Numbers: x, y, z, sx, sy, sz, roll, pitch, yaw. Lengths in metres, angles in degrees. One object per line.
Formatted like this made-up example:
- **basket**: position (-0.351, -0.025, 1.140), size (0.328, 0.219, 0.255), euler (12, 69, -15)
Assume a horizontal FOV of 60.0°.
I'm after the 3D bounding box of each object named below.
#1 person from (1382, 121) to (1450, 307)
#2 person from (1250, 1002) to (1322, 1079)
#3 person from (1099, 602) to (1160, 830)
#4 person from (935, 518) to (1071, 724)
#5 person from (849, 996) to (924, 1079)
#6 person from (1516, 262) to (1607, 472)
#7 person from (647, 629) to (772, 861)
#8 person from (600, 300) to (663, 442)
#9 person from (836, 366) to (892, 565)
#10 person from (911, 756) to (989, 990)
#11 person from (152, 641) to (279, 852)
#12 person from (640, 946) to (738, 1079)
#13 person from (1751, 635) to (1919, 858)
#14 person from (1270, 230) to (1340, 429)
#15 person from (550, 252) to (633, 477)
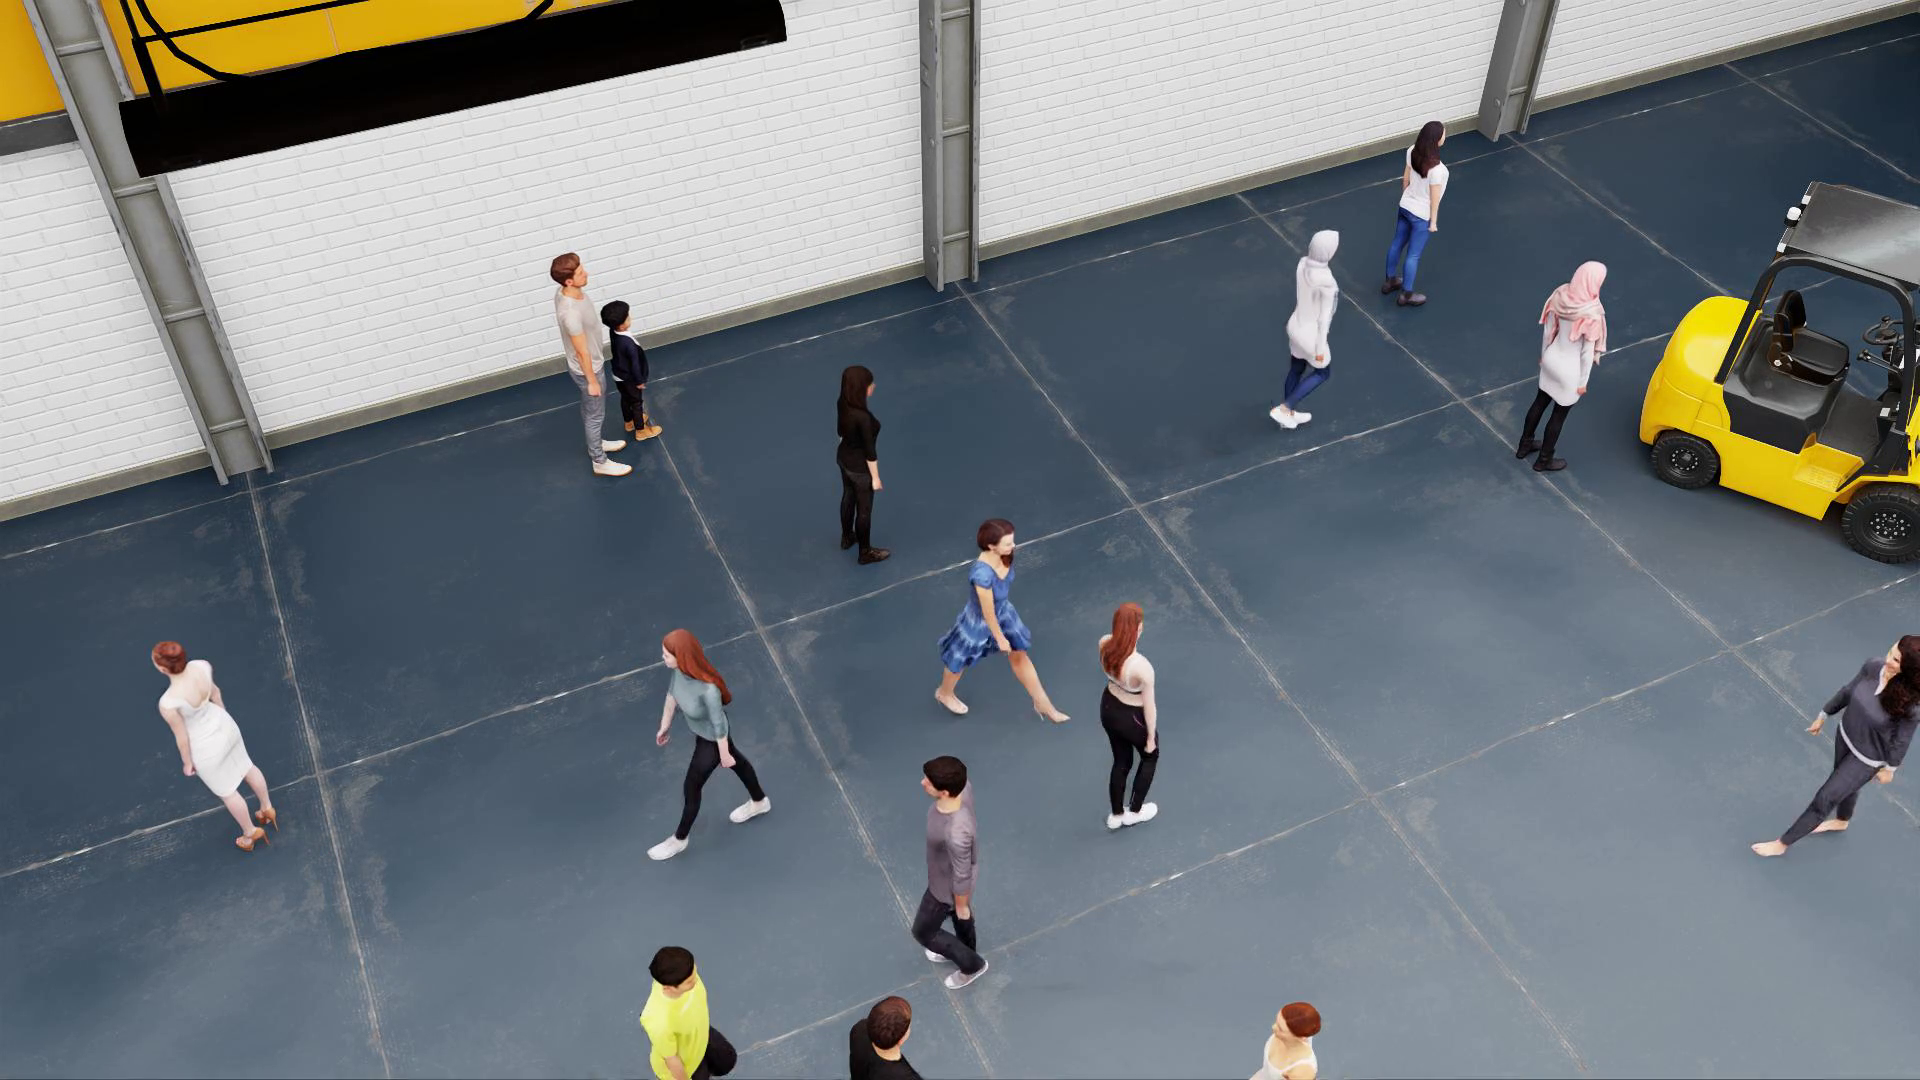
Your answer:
- **person**: position (3.800, -2.718, 13.859), size (0.505, 1.685, 0.591), euler (-17, 46, -17)
- **person**: position (1.661, 2.755, 8.176), size (1.097, 1.599, 0.790), euler (-5, 44, -5)
- **person**: position (0.900, 1.088, 9.837), size (0.693, 1.722, 0.713), euler (-23, 48, -23)
- **person**: position (0.090, 0.537, 10.394), size (1.166, 1.753, 1.114), euler (14, 45, 14)
- **person**: position (-0.420, 2.811, 7.945), size (0.868, 1.837, 1.057), euler (34, 53, 30)
- **person**: position (4.448, -1.274, 12.257), size (0.584, 1.804, 0.621), euler (-19, 47, -19)
- **person**: position (-1.402, 1.122, 9.821), size (1.061, 1.695, 0.656), euler (-22, 48, -22)
- **person**: position (-2.546, -1.306, 12.709), size (0.549, 1.227, 0.544), euler (-28, 50, -26)
- **person**: position (-0.720, -0.529, 11.593), size (0.553, 1.641, 0.605), euler (-25, 49, -24)
- **person**: position (0.037, 1.795, 9.008), size (0.819, 1.842, 0.799), euler (2, 44, 2)
- **person**: position (-4.341, 1.190, 9.681), size (0.681, 1.791, 0.633), euler (12, 45, 12)
- **person**: position (-1.469, 2.534, 8.340), size (0.813, 1.695, 0.762), euler (6, 44, 6)
- **person**: position (5.344, 1.190, 9.717), size (1.040, 1.740, 0.806), euler (-7, 44, -7)
- **person**: position (2.555, -1.532, 12.554), size (0.662, 1.768, 0.657), euler (-14, 45, -14)
- **person**: position (-2.749, -1.299, 12.215), size (0.609, 1.899, 0.684), euler (-11, 45, -11)
